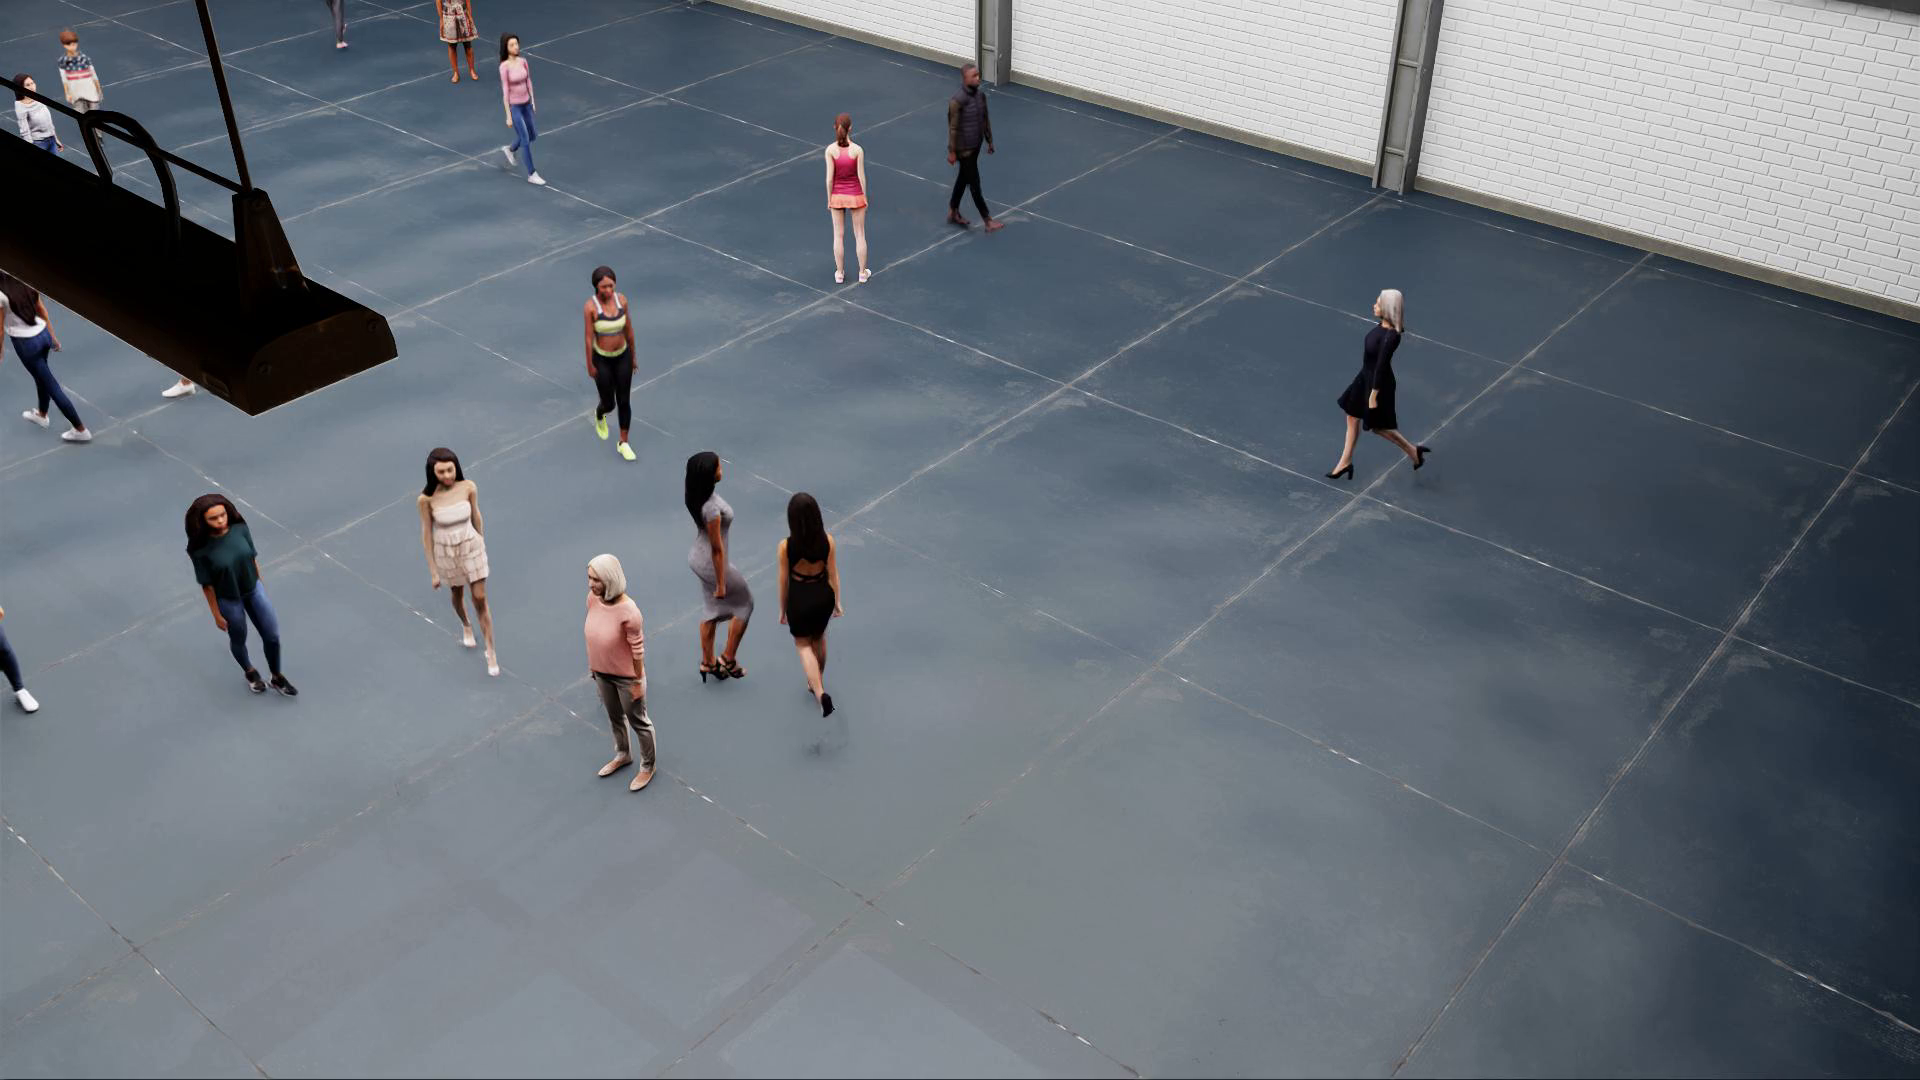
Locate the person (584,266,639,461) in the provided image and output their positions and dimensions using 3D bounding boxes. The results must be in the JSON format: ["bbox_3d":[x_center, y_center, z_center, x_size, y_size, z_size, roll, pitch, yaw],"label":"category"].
[{"bbox_3d":[-2.937,-1.517,13.882,0.699,1.739,0.859,-20,38,-27],"label":"person"}]

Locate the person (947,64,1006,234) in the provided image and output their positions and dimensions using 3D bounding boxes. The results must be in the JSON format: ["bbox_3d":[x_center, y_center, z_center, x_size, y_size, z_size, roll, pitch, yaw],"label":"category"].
[{"bbox_3d":[0.018,-4.228,17.903,1.072,1.804,0.777,21,39,28],"label":"person"}]

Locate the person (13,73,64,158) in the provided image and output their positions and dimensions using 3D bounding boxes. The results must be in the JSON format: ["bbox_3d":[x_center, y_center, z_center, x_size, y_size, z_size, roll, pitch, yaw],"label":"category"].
[{"bbox_3d":[-10.027,-4.293,18.156,0.678,1.631,0.681,6,34,9],"label":"person"}]

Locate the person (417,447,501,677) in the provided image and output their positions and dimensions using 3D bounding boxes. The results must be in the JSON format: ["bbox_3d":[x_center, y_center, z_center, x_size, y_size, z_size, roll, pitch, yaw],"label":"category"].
[{"bbox_3d":[-3.495,0.082,11.507,0.800,1.706,0.988,-15,36,-21],"label":"person"}]

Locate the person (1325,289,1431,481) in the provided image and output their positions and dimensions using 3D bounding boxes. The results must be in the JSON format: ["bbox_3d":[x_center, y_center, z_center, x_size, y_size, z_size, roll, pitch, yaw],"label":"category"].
[{"bbox_3d":[3.439,-1.202,13.425,1.119,1.720,0.957,3,34,5],"label":"person"}]

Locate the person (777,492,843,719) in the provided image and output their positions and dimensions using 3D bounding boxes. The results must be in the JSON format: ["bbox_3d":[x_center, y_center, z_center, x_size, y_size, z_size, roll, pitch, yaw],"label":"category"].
[{"bbox_3d":[-0.966,0.489,10.971,0.816,1.621,0.955,-9,35,-13],"label":"person"}]

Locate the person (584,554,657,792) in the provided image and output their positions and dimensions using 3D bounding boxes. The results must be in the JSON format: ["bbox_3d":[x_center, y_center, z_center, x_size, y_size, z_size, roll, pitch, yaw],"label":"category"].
[{"bbox_3d":[-2.128,0.807,10.399,0.489,1.725,0.680,20,39,28],"label":"person"}]

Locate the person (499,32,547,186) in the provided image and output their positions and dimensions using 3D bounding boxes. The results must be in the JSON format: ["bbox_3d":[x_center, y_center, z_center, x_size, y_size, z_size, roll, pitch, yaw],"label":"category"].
[{"bbox_3d":[-5.108,-4.967,19.081,0.922,1.731,0.630,21,39,28],"label":"person"}]

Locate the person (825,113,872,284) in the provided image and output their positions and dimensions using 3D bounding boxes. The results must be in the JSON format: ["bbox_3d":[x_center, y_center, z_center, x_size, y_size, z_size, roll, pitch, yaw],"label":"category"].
[{"bbox_3d":[-1.143,-3.442,16.766,0.652,1.753,0.726,1,34,1],"label":"person"}]

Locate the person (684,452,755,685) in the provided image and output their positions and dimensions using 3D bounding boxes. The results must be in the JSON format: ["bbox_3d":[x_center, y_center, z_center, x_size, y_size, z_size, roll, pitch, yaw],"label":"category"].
[{"bbox_3d":[-1.754,0.239,11.215,0.757,1.766,0.666,-18,38,-25],"label":"person"}]

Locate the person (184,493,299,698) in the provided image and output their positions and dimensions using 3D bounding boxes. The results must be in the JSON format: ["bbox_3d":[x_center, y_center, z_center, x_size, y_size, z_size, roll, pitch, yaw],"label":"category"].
[{"bbox_3d":[-4.907,0.348,11.202,0.700,1.599,0.595,26,42,34],"label":"person"}]

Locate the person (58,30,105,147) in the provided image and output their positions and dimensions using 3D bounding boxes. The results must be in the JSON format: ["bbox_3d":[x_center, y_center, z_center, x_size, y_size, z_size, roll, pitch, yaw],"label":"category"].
[{"bbox_3d":[-10.594,-5.436,20.065,0.692,1.421,0.822,-18,37,-25],"label":"person"}]

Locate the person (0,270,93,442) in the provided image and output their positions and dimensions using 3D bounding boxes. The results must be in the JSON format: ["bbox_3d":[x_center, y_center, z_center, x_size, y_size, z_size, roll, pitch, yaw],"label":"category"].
[{"bbox_3d":[-7.716,-1.603,14.005,1.068,1.746,0.864,8,34,11],"label":"person"}]

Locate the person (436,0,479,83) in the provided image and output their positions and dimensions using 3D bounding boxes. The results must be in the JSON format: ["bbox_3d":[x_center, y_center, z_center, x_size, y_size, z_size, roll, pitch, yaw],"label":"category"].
[{"bbox_3d":[-6.719,-6.969,22.171,0.724,1.643,0.708,-12,35,-17],"label":"person"}]
